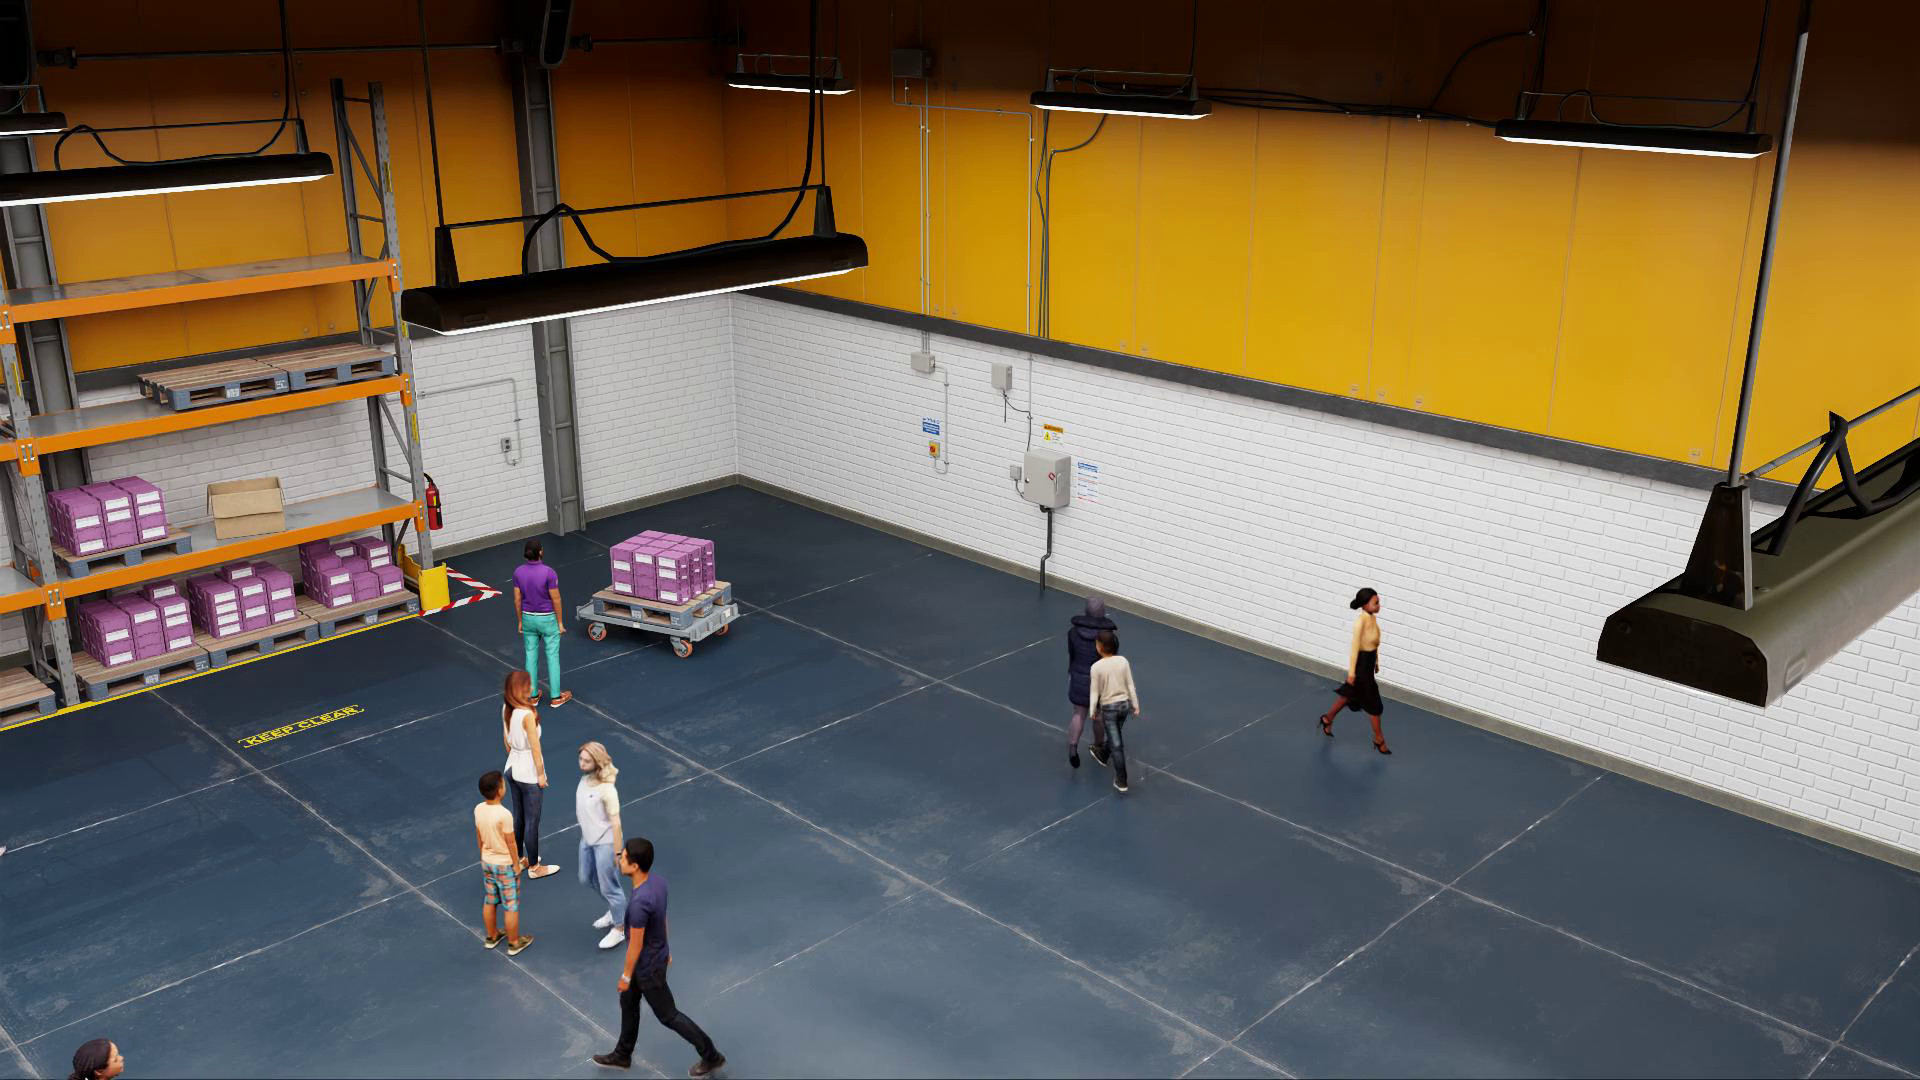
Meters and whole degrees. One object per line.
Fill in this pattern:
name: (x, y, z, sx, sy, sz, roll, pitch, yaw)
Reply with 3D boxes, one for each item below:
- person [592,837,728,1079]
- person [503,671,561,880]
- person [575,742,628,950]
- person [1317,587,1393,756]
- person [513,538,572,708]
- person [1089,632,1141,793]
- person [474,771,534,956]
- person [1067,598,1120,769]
person: (-1.961, 2.804, 10.956, 1.212, 1.754, 1.122, -1, 19, -3)
person: (-3.565, 1.906, 13.578, 0.592, 1.783, 0.510, 18, 25, 42)
person: (-2.675, 2.285, 12.564, 0.608, 1.711, 0.666, -13, 23, -34)
person: (3.766, 1.233, 15.840, 0.798, 1.614, 0.990, 11, 22, 30)
person: (-4.249, 0.828, 16.804, 0.713, 1.768, 0.746, 2, 19, 6)
person: (1.440, 1.583, 15.109, 1.013, 1.418, 0.846, -8, 20, -22)
person: (-3.475, 2.427, 12.538, 0.562, 1.458, 0.563, 10, 21, 27)
person: (1.193, 1.335, 15.471, 0.903, 1.656, 1.101, 8, 20, 22)
